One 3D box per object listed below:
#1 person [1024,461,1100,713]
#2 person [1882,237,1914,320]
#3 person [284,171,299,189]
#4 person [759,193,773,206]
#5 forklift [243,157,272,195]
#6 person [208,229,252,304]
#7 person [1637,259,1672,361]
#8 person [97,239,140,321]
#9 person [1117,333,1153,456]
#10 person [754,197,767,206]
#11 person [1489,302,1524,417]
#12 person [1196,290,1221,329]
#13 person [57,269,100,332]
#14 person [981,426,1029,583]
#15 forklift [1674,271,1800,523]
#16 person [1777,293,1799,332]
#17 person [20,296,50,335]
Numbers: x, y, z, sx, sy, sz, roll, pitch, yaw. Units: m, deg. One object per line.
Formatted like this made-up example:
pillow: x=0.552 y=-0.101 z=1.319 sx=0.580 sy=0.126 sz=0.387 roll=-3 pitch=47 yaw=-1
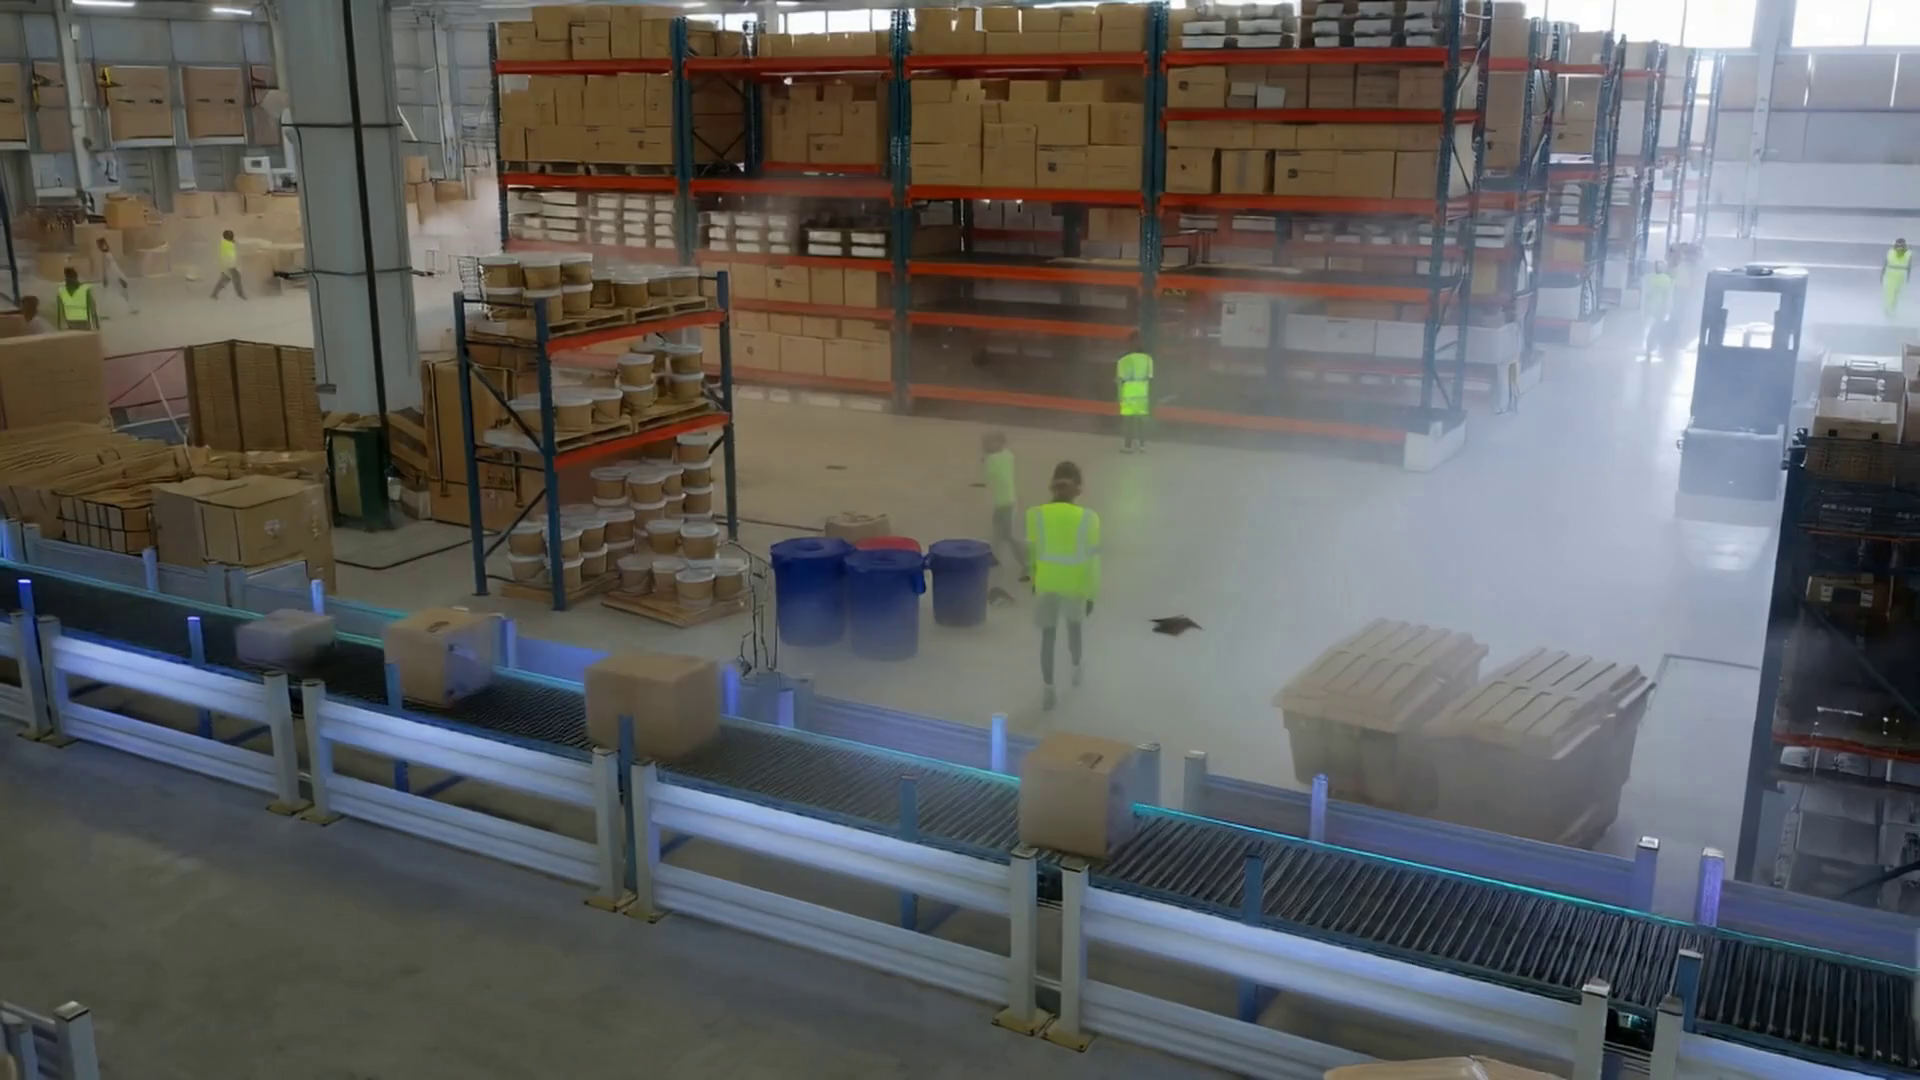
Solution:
person: x=0.835 y=0.325 z=13.583 sx=0.619 sy=1.982 sz=1.070 roll=3 pitch=15 yaw=10
person: x=20.857 y=-5.831 z=37.040 sx=0.562 sy=1.830 sz=0.446 roll=7 pitch=16 yaw=25
person: x=-27.314 y=-14.141 z=68.111 sx=0.587 sy=1.922 sz=0.390 roll=-7 pitch=16 yaw=-25
person: x=-6.138 y=-9.947 z=52.215 sx=0.650 sy=1.974 sz=0.439 roll=6 pitch=16 yaw=22
forklift: x=-24.385 y=-11.930 z=57.949 sx=1.129 sy=2.768 sz=1.873 roll=7 pitch=16 yaw=24
person: x=-17.511 y=-6.510 z=39.658 sx=0.919 sy=1.801 sz=0.614 roll=-6 pitch=16 yaw=-22
person: x=13.043 y=-4.304 z=31.168 sx=0.399 sy=1.899 sz=0.646 roll=-9 pitch=17 yaw=-29
person: x=-18.832 y=-5.801 z=37.008 sx=0.538 sy=1.800 sz=1.073 roll=12 pitch=19 yaw=38
person: x=2.406 y=-2.011 z=22.923 sx=0.535 sy=1.699 sz=0.318 roll=-8 pitch=17 yaw=-26
person: x=-6.394 y=-10.318 z=54.010 sx=0.628 sy=1.787 sz=1.001 roll=3 pitch=15 yaw=13
person: x=8.470 y=-2.794 z=25.745 sx=0.523 sy=1.765 sz=0.322 roll=-8 pitch=17 yaw=-29
person: x=5.298 y=-5.342 z=35.545 sx=0.883 sy=1.645 sz=0.536 roll=8 pitch=17 yaw=27
person: x=-15.688 y=-3.850 z=29.483 sx=0.626 sy=1.871 sz=0.956 roll=0 pitch=15 yaw=-1
person: x=0.454 y=-0.366 z=16.941 sx=0.829 sy=1.589 sz=0.510 roll=11 pitch=18 yaw=35
forklift: x=9.269 y=-1.763 z=19.726 sx=1.129 sy=2.768 sz=1.873 roll=8 pitch=17 yaw=27
person: x=15.799 y=-4.297 z=31.710 sx=0.710 sy=1.585 sz=0.503 roll=-14 pitch=20 yaw=-42
person: x=-13.989 y=-2.734 z=25.228 sx=1.041 sy=1.907 sz=0.613 roll=-6 pitch=16 yaw=-22
